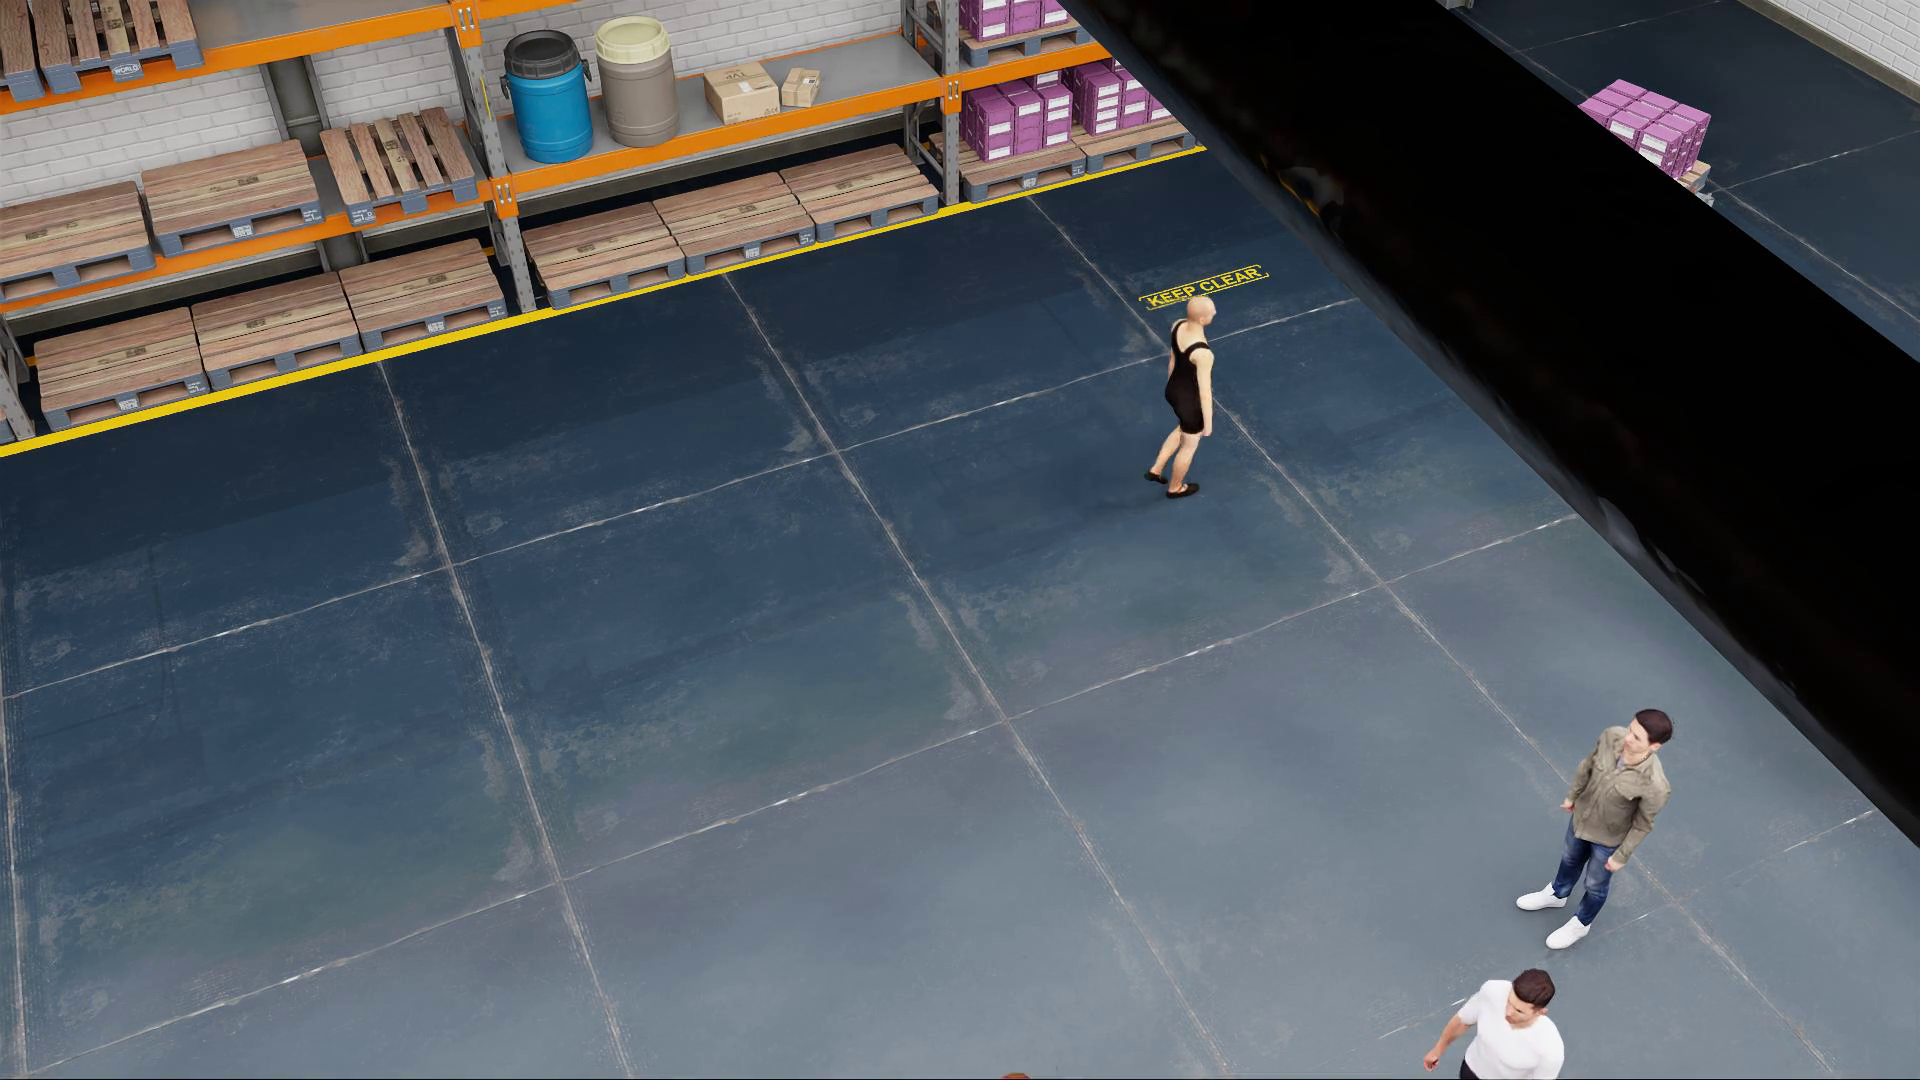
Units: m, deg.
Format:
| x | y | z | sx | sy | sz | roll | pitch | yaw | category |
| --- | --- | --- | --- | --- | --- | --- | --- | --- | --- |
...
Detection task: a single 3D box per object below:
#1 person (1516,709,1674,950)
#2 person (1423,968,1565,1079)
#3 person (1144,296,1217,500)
| x | y | z | sx | sy | sz | roll | pitch | yaw | category |
| --- | --- | --- | --- | --- | --- | --- | --- | --- | --- |
| 3.574 | 1.573 | 9.201 | 0.606 | 1.866 | 0.714 | -14 | 45 | -14 | person |
| 2.686 | 2.590 | 8.156 | 0.819 | 1.834 | 0.676 | -17 | 46 | -17 | person |
| 1.547 | -0.984 | 11.930 | 0.699 | 1.804 | 0.690 | -15 | 46 | -15 | person |
